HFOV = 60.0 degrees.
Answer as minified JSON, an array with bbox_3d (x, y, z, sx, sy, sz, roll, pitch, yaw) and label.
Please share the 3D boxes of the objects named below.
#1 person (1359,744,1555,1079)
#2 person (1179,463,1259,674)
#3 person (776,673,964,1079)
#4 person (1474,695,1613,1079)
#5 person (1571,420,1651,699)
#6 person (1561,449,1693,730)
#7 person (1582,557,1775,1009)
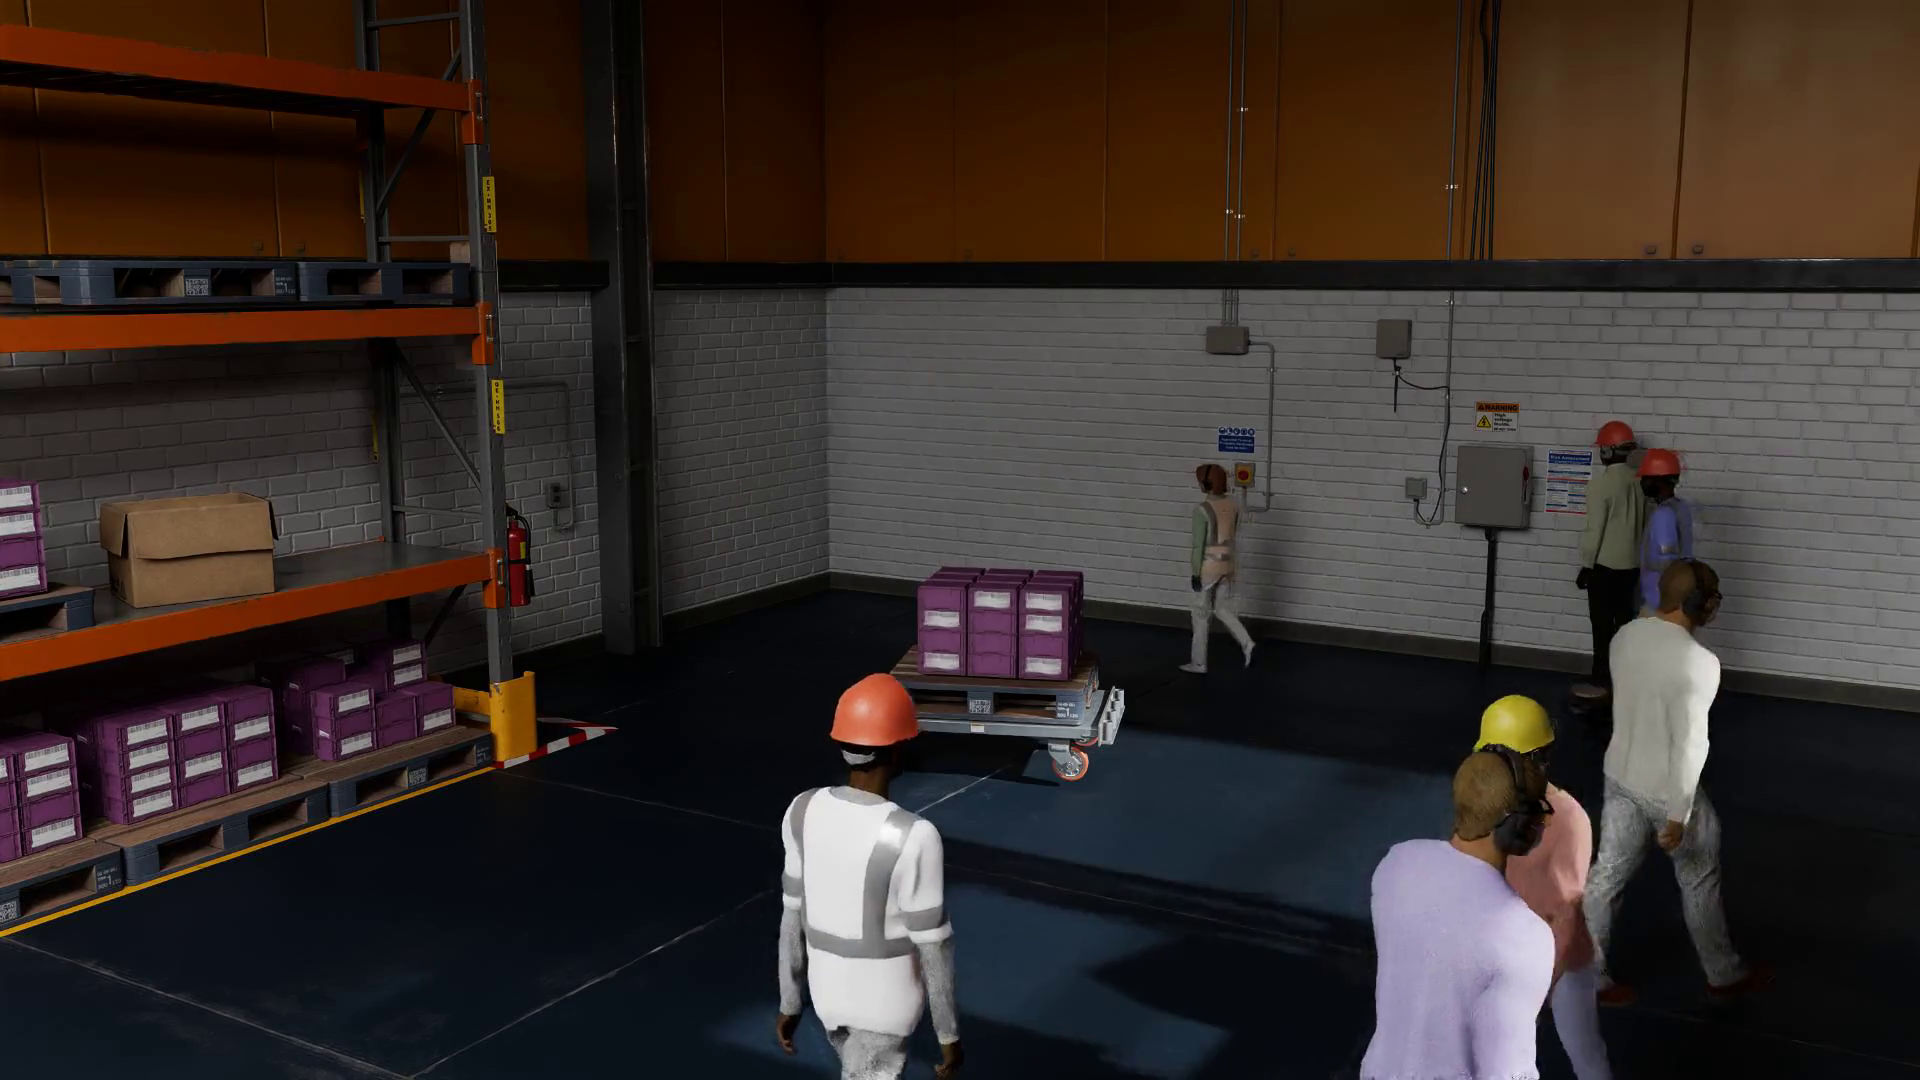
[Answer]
[{"bbox_3d":[1.293,1.429,4.136,0.855,1.904,0.655,-4,10,-23],"label":"person"},{"bbox_3d":[1.946,0.232,12.475,0.525,1.617,0.553,-8,12,-42],"label":"person"},{"bbox_3d":[-0.257,1.323,4.849,0.561,1.887,1.019,8,12,40],"label":"person"},{"bbox_3d":[1.823,1.328,5.355,0.936,1.696,0.541,-4,10,-25],"label":"person"},{"bbox_3d":[4.639,0.144,11.863,0.622,1.992,0.395,-5,10,-29],"label":"person"},{"bbox_3d":[4.482,0.348,10.891,0.949,1.889,0.571,6,11,34],"label":"person"},{"bbox_3d":[2.955,1.004,6.819,0.958,1.892,0.631,-3,9,-16],"label":"person"}]
